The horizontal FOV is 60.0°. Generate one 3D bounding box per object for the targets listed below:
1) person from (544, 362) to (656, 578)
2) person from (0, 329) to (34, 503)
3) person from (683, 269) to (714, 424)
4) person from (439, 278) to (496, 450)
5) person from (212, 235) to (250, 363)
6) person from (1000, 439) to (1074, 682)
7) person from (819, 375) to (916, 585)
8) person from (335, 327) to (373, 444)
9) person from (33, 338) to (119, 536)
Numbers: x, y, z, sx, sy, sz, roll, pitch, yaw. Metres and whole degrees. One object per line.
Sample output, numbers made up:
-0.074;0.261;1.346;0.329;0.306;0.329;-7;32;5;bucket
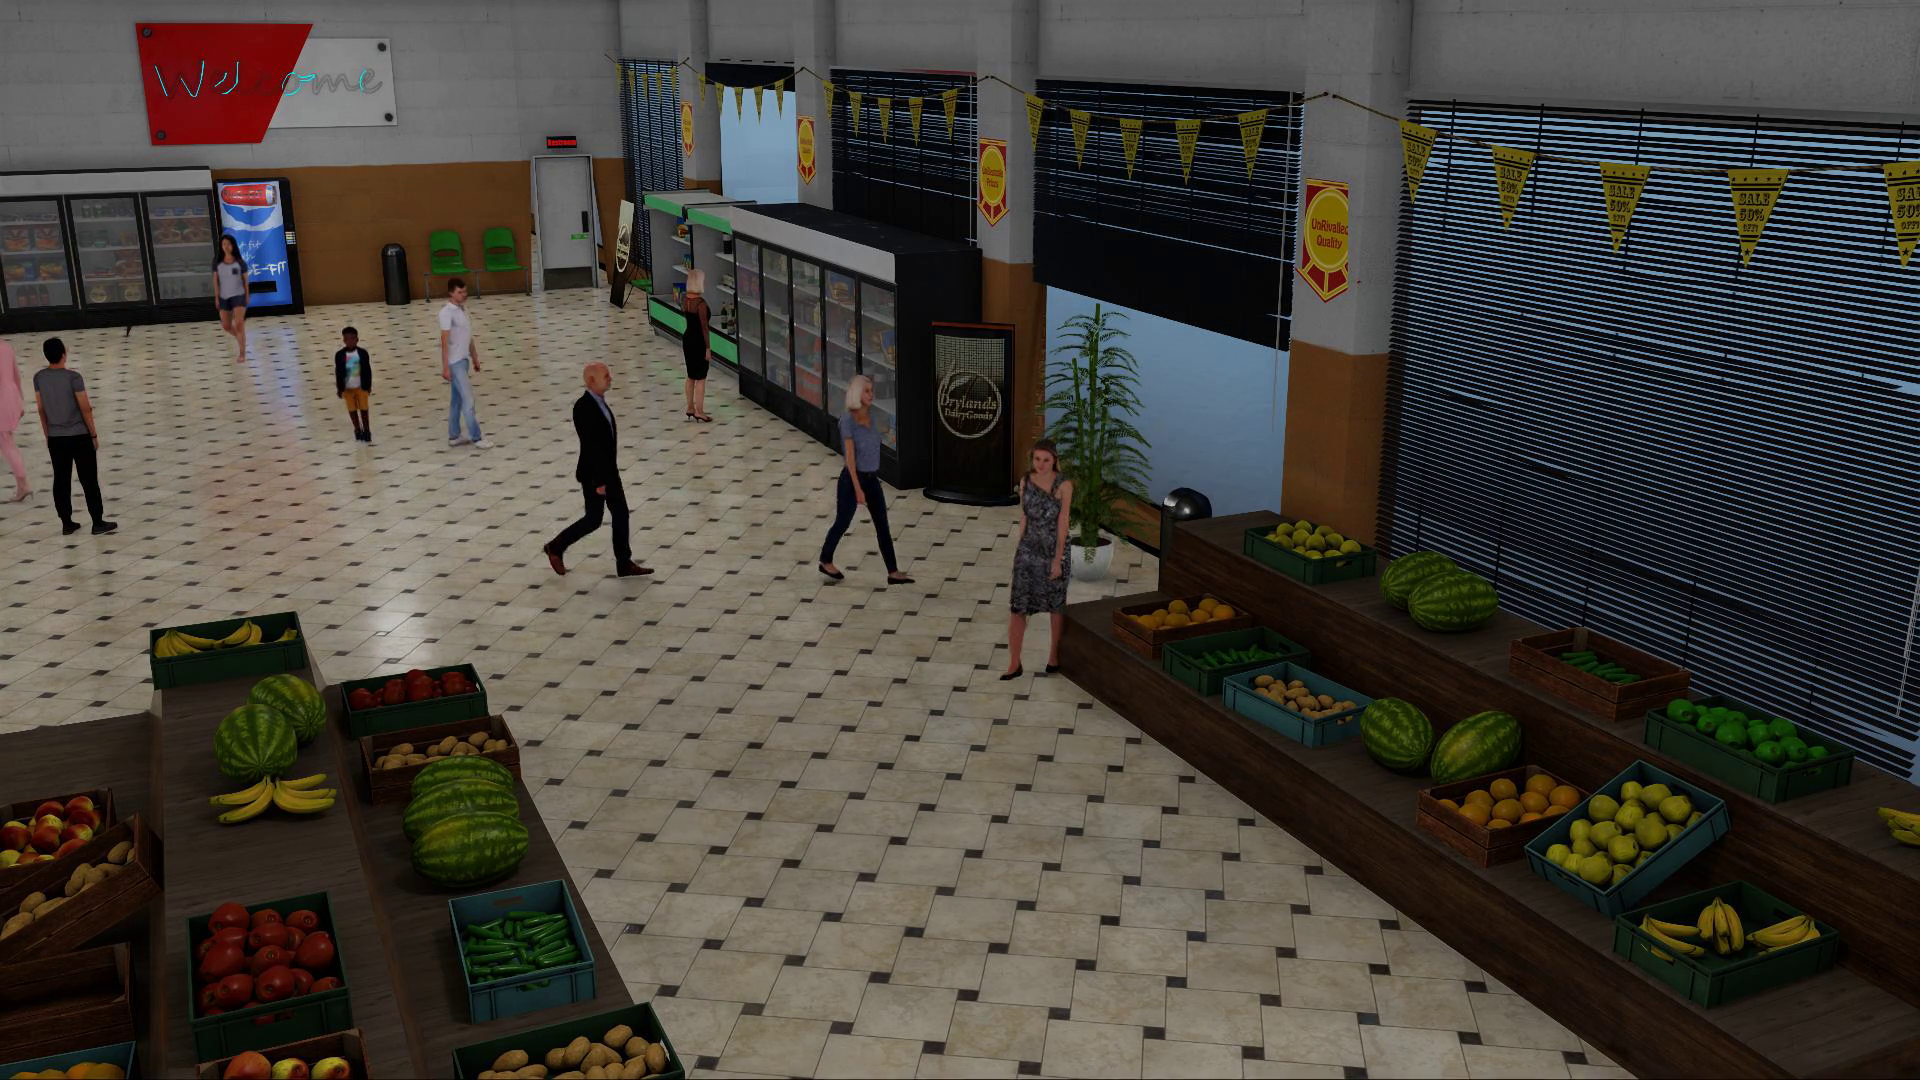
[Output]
-2.967;-0.529;13.347;1.118;1.779;1.152;2;17;8;person
-8.890;-1.221;15.604;0.799;1.791;0.696;1;17;4;person
-3.012;-2.213;18.957;0.688;1.743;0.538;-14;22;-38;person
-5.399;-1.859;17.636;1.021;1.832;0.949;-1;17;-4;person
-9.854;-3.283;22.572;0.748;1.687;0.990;-3;17;-11;person
0.638;0.111;11.418;0.902;1.676;0.922;9;19;26;person
-0.877;-0.448;13.248;1.162;1.681;0.927;12;20;34;person
-6.586;-1.693;18.082;0.560;1.255;0.713;-6;18;-18;person
-7.851;-0.915;14.660;0.690;1.755;0.688;0;17;0;person
